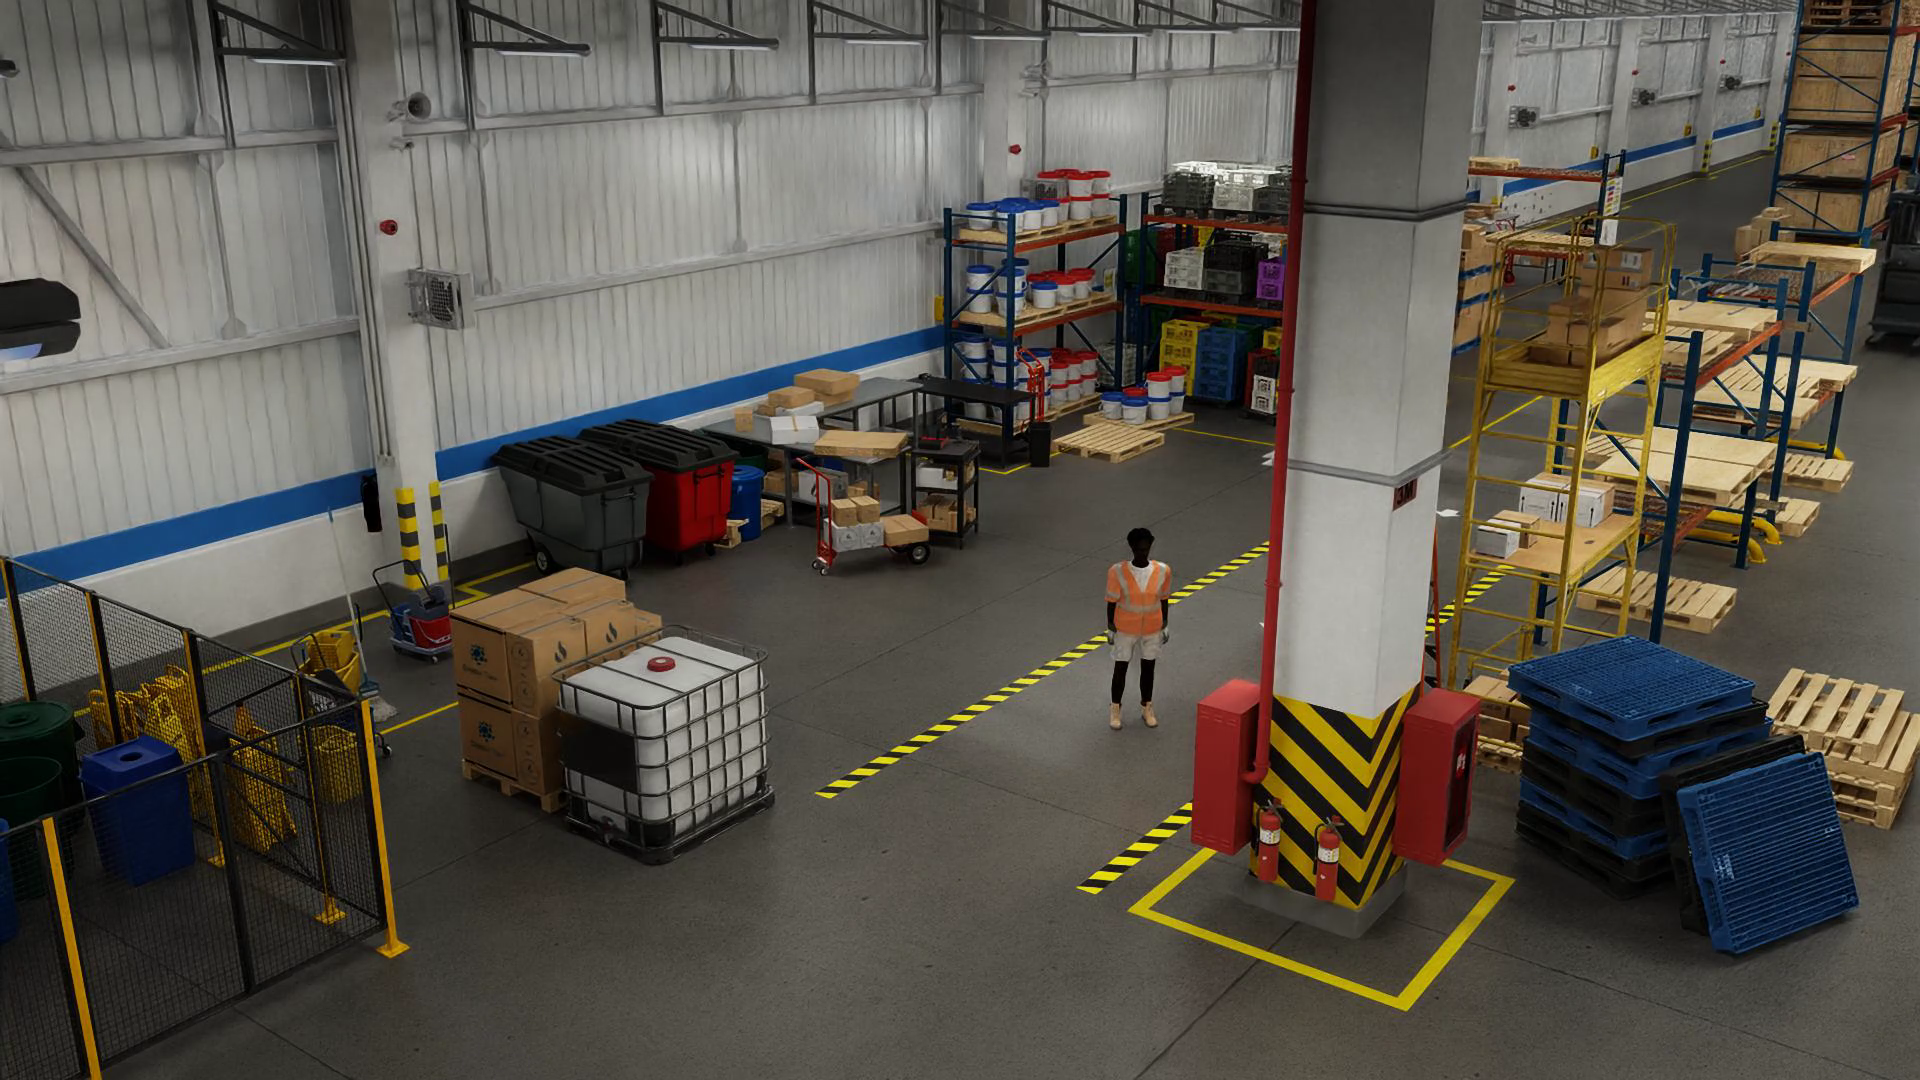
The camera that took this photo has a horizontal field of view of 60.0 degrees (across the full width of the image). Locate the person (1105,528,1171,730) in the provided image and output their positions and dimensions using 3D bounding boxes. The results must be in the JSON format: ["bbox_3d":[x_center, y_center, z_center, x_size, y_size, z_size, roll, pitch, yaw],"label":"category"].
[{"bbox_3d":[1.424,0.707,13.327,0.541,1.695,0.316,-2,18,-7],"label":"person"}]

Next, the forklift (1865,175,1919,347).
[{"bbox_3d":[16.277,-4.717,28.057,1.129,2.768,1.873,13,22,34],"label":"forklift"}]

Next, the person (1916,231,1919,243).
[{"bbox_3d":[17.923,-5.120,30.800,0.547,1.928,0.385,6,19,17],"label":"person"}]
